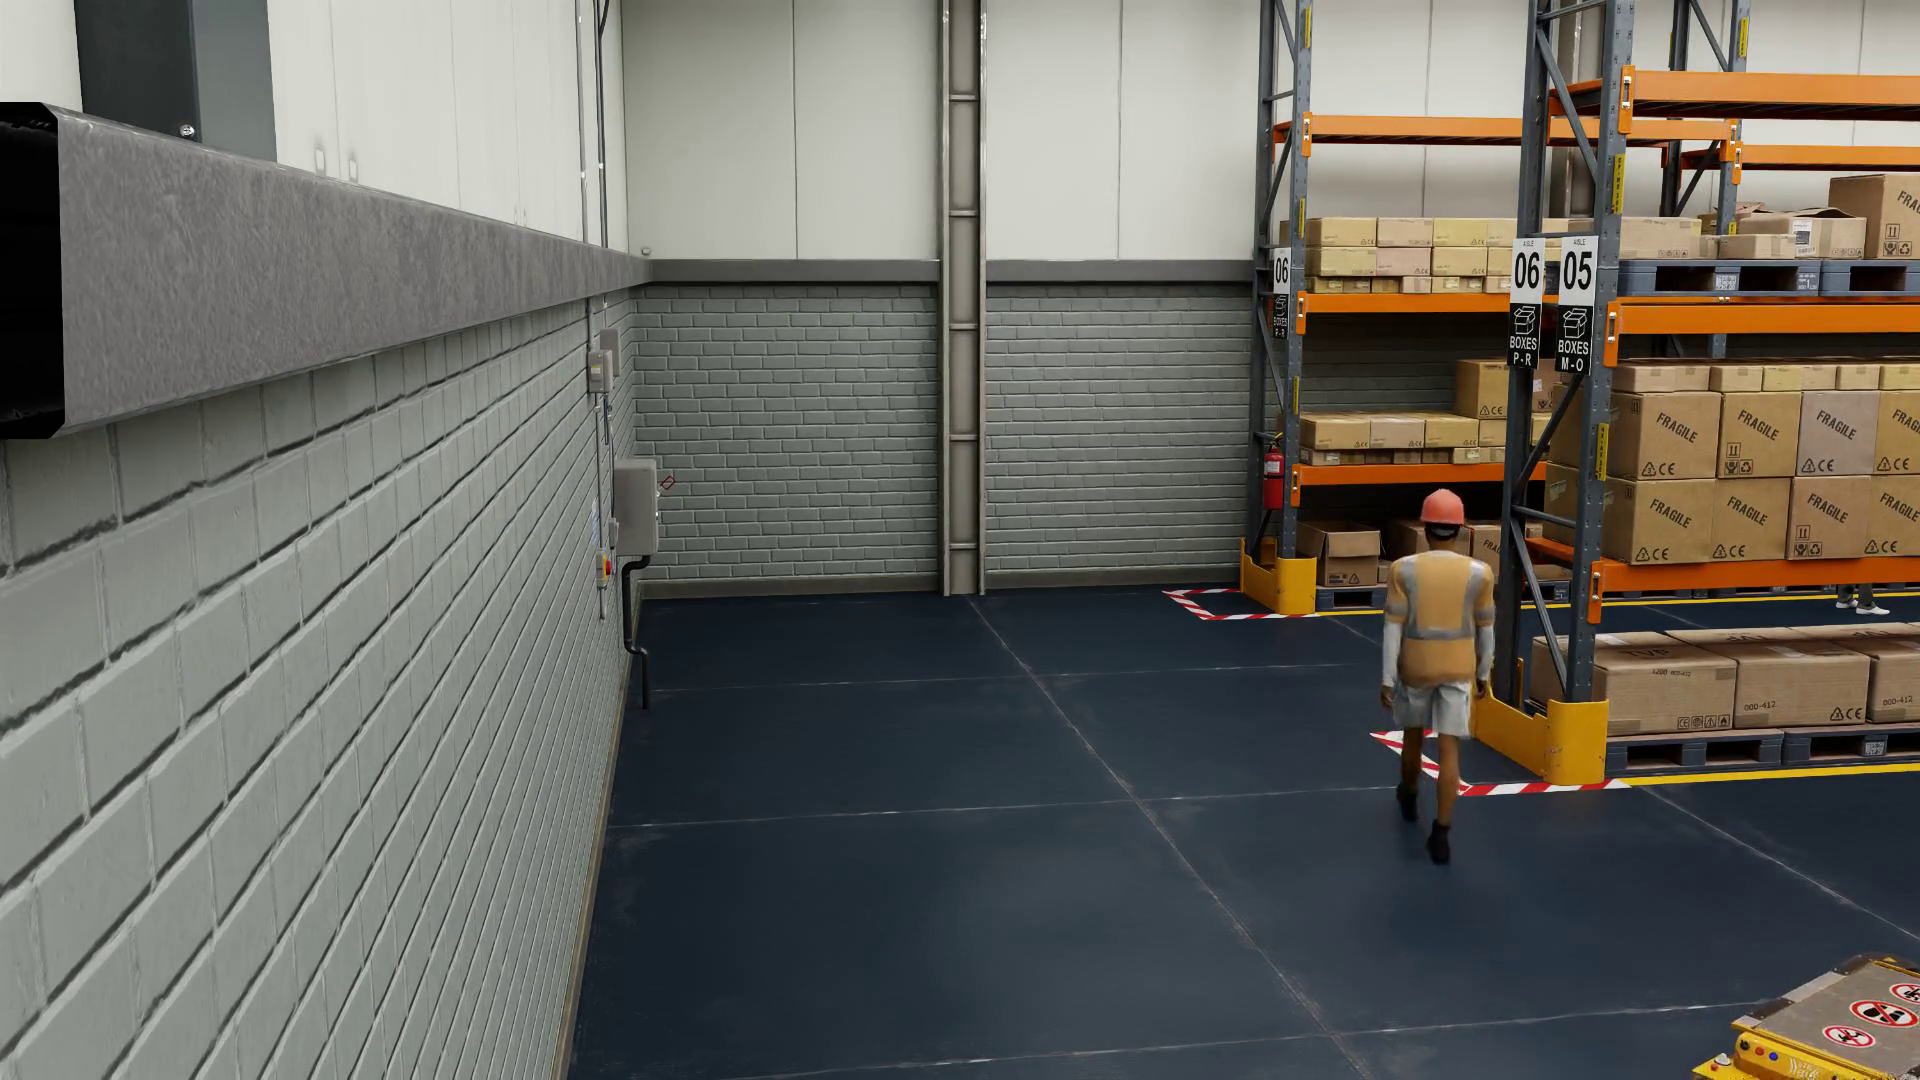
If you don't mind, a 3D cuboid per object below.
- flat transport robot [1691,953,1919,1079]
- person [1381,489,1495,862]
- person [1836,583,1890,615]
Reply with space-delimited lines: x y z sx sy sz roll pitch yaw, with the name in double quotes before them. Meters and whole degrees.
"flat transport robot" 3.438 1.895 6.251 1.431 0.197 0.652 -7 12 -37
"person" 2.529 0.671 8.829 0.571 1.882 0.988 2 9 12
"person" 8.040 -0.294 14.690 0.392 1.920 0.585 -2 9 -10
